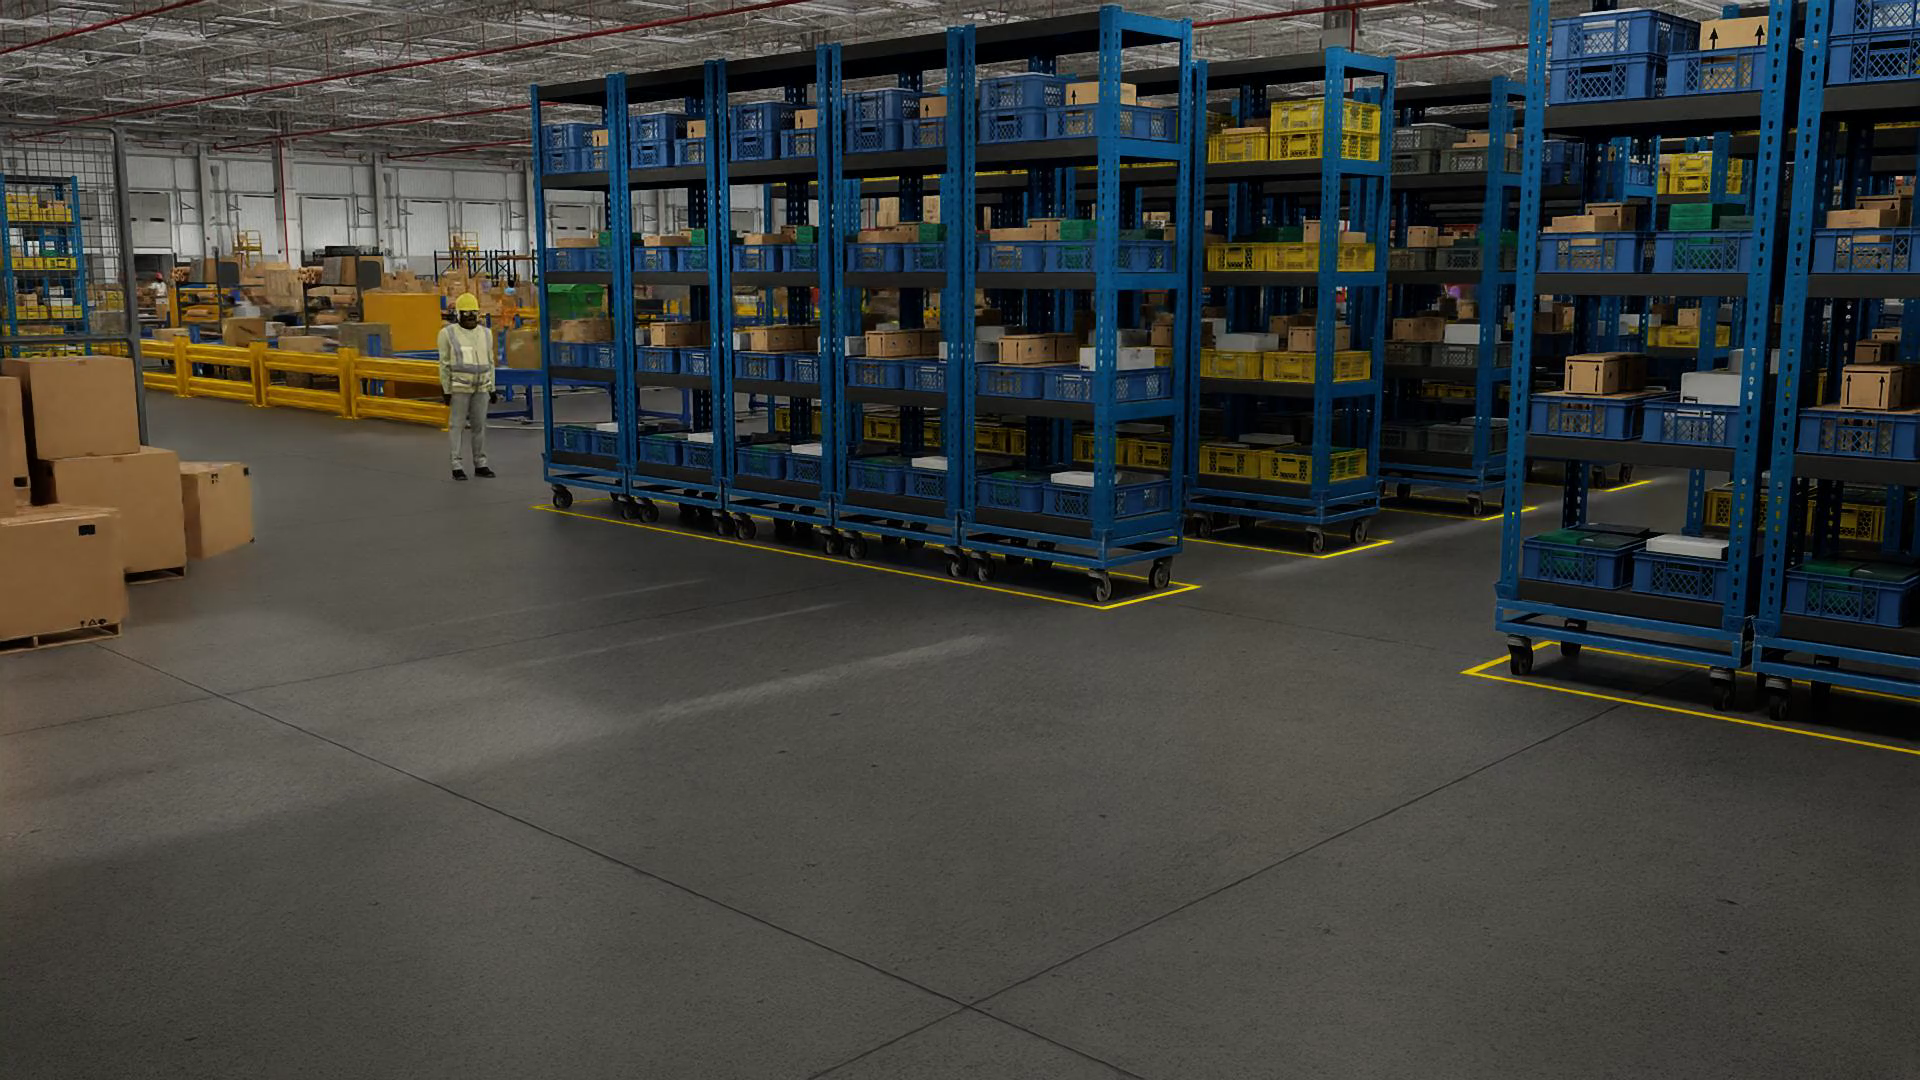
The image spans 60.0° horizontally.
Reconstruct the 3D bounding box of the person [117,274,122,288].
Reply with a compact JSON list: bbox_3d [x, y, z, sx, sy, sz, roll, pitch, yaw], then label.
[{"bbox_3d":[-28.236,-8.013,56.120,0.568,1.883,0.985,6,11,31],"label":"person"}]

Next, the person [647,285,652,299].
[{"bbox_3d":[-11.325,-8.798,61.393,0.871,1.724,0.541,-2,9,-12],"label":"person"}]

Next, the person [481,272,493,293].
[{"bbox_3d":[-23.971,-12.627,84.347,0.606,1.897,0.431,1,9,6],"label":"person"}]

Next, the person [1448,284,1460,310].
[{"bbox_3d":[14.482,-6.819,48.785,1.007,1.892,0.557,9,13,43],"label":"person"}]

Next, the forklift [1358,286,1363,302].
[{"bbox_3d":[11.100,-7.017,46.970,1.873,2.768,1.129,9,13,43],"label":"forklift"}]

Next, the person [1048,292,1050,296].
[{"bbox_3d":[2.518,-6.971,50.539,0.522,1.609,0.625,-3,10,-20],"label":"person"}]

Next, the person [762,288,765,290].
[{"bbox_3d":[-7.257,-9.002,61.913,0.789,1.974,0.625,0,9,0],"label":"person"}]

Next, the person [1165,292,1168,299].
[{"bbox_3d":[6.746,-7.457,53.332,0.414,1.681,0.557,6,11,34],"label":"person"}]

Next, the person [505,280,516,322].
[{"bbox_3d":[-15.683,-8.238,58.103,0.539,1.692,0.321,7,12,38],"label":"person"}]

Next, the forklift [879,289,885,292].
[{"bbox_3d":[-3.254,-11.266,73.021,1.873,2.768,1.129,9,13,43],"label":"forklift"}]

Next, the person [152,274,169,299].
[{"bbox_3d":[-31.161,-9.419,64.797,0.983,1.886,0.550,6,11,31],"label":"person"}]

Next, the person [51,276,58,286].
[{"bbox_3d":[-40.088,-10.892,73.901,0.429,1.841,0.633,9,13,43],"label":"person"}]

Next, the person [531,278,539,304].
[{"bbox_3d":[-14.468,-8.109,57.116,0.532,1.754,0.562,-8,12,-41],"label":"person"}]

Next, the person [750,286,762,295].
[{"bbox_3d":[-8.522,-10.266,69.457,0.683,2.000,0.538,-7,12,-38],"label":"person"}]

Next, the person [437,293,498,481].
[{"bbox_3d":[-4.828,-1.508,16.390,0.591,1.834,0.404,-9,13,-44],"label":"person"}]

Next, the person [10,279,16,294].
[{"bbox_3d":[-41.358,-10.713,72.477,0.395,1.949,0.602,-7,11,-35],"label":"person"}]

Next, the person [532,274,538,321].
[{"bbox_3d":[-15.837,-8.975,62.091,0.526,1.871,0.330,7,12,38],"label":"person"}]

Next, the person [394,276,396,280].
[{"bbox_3d":[-29.401,-12.882,86.580,0.545,1.680,0.375,3,10,19],"label":"person"}]
